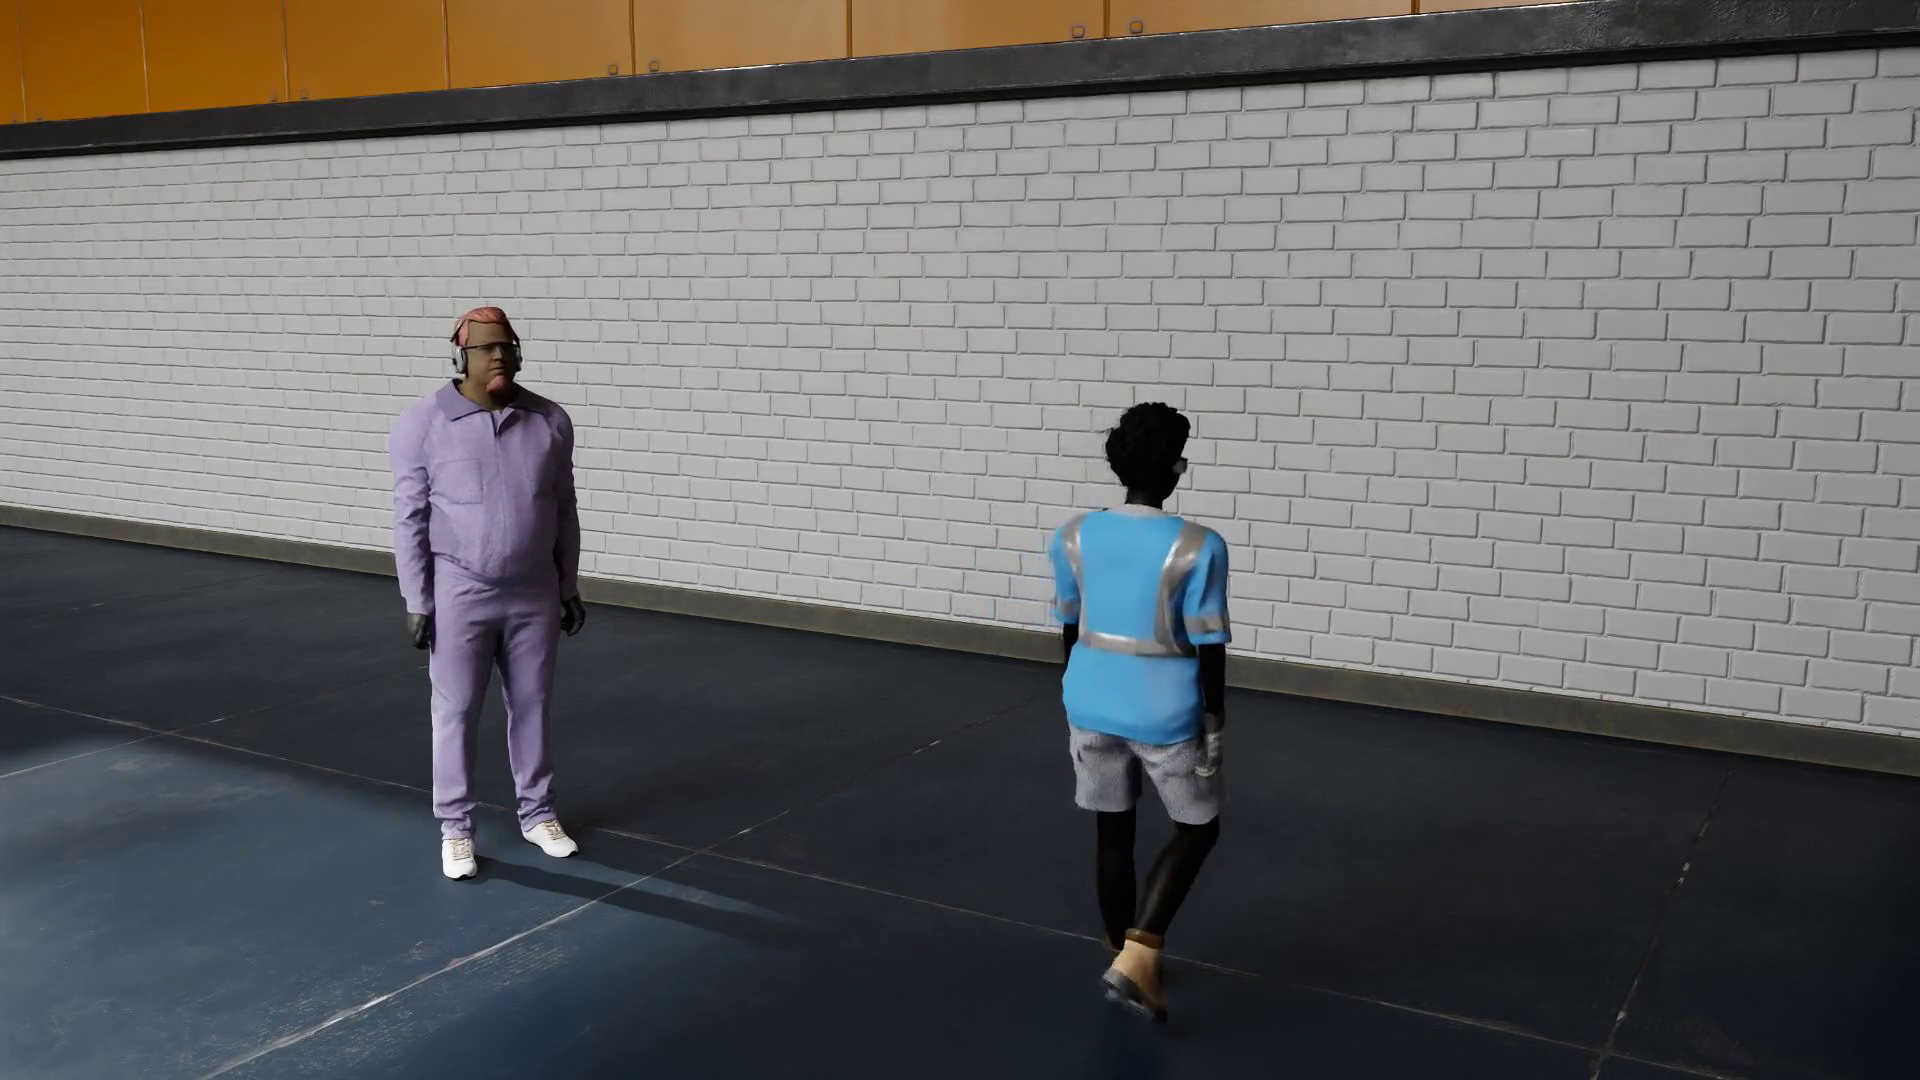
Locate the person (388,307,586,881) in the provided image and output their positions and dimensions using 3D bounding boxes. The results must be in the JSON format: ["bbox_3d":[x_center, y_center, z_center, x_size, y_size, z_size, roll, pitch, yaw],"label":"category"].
[{"bbox_3d":[-1.575,0.173,5.647,0.641,1.913,0.407,-6,11,-35],"label":"person"}]

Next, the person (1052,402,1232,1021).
[{"bbox_3d":[0.479,0.470,4.481,0.552,1.687,0.477,6,11,33],"label":"person"}]
